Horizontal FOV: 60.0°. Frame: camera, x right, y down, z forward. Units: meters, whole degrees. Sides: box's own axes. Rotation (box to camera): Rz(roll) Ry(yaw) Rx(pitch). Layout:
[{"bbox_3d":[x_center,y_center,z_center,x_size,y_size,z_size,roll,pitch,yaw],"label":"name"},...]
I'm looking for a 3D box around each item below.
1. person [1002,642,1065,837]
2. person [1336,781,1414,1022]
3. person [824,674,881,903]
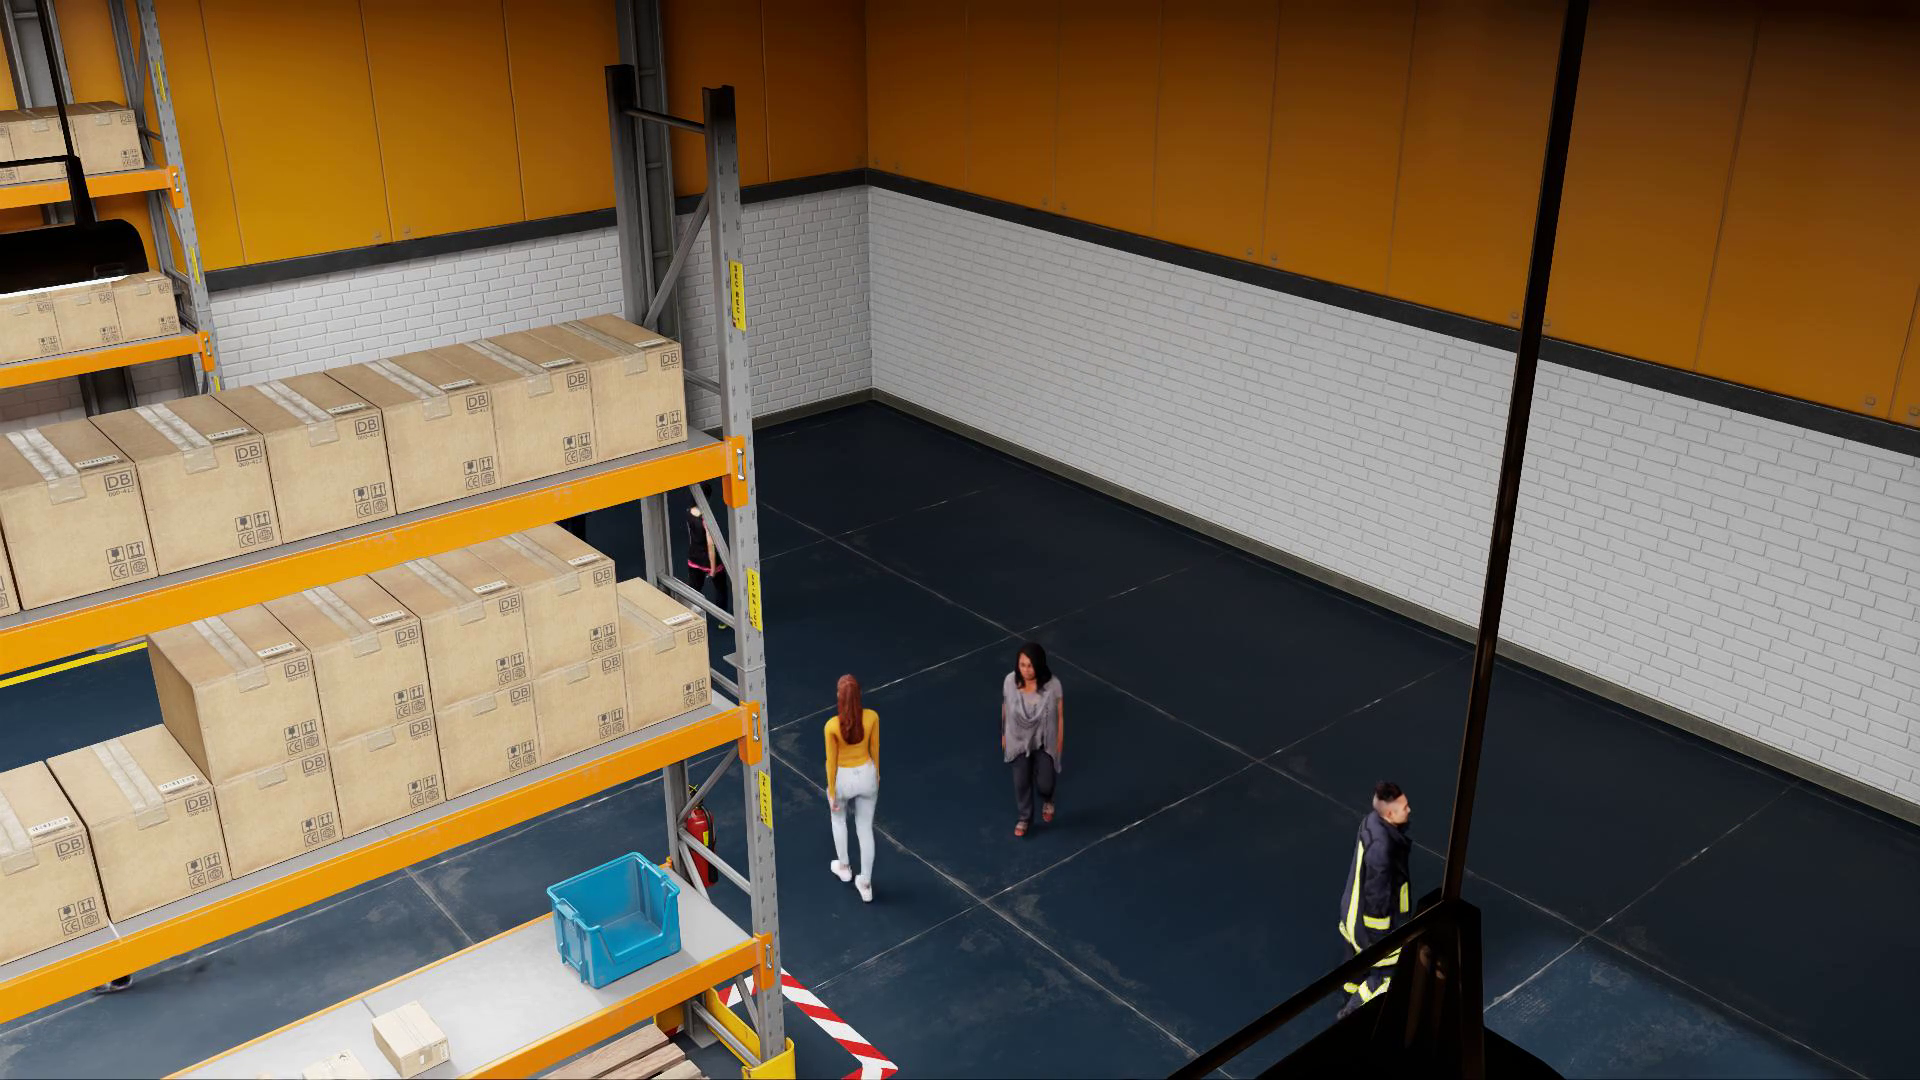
[{"bbox_3d":[0.573,1.457,12.512,0.794,1.593,0.856,7,25,15],"label":"person"},{"bbox_3d":[2.501,2.288,10.288,0.976,1.851,0.905,4,24,9],"label":"person"},{"bbox_3d":[-0.708,1.768,11.627,0.763,1.731,0.792,-7,25,-15],"label":"person"}]
